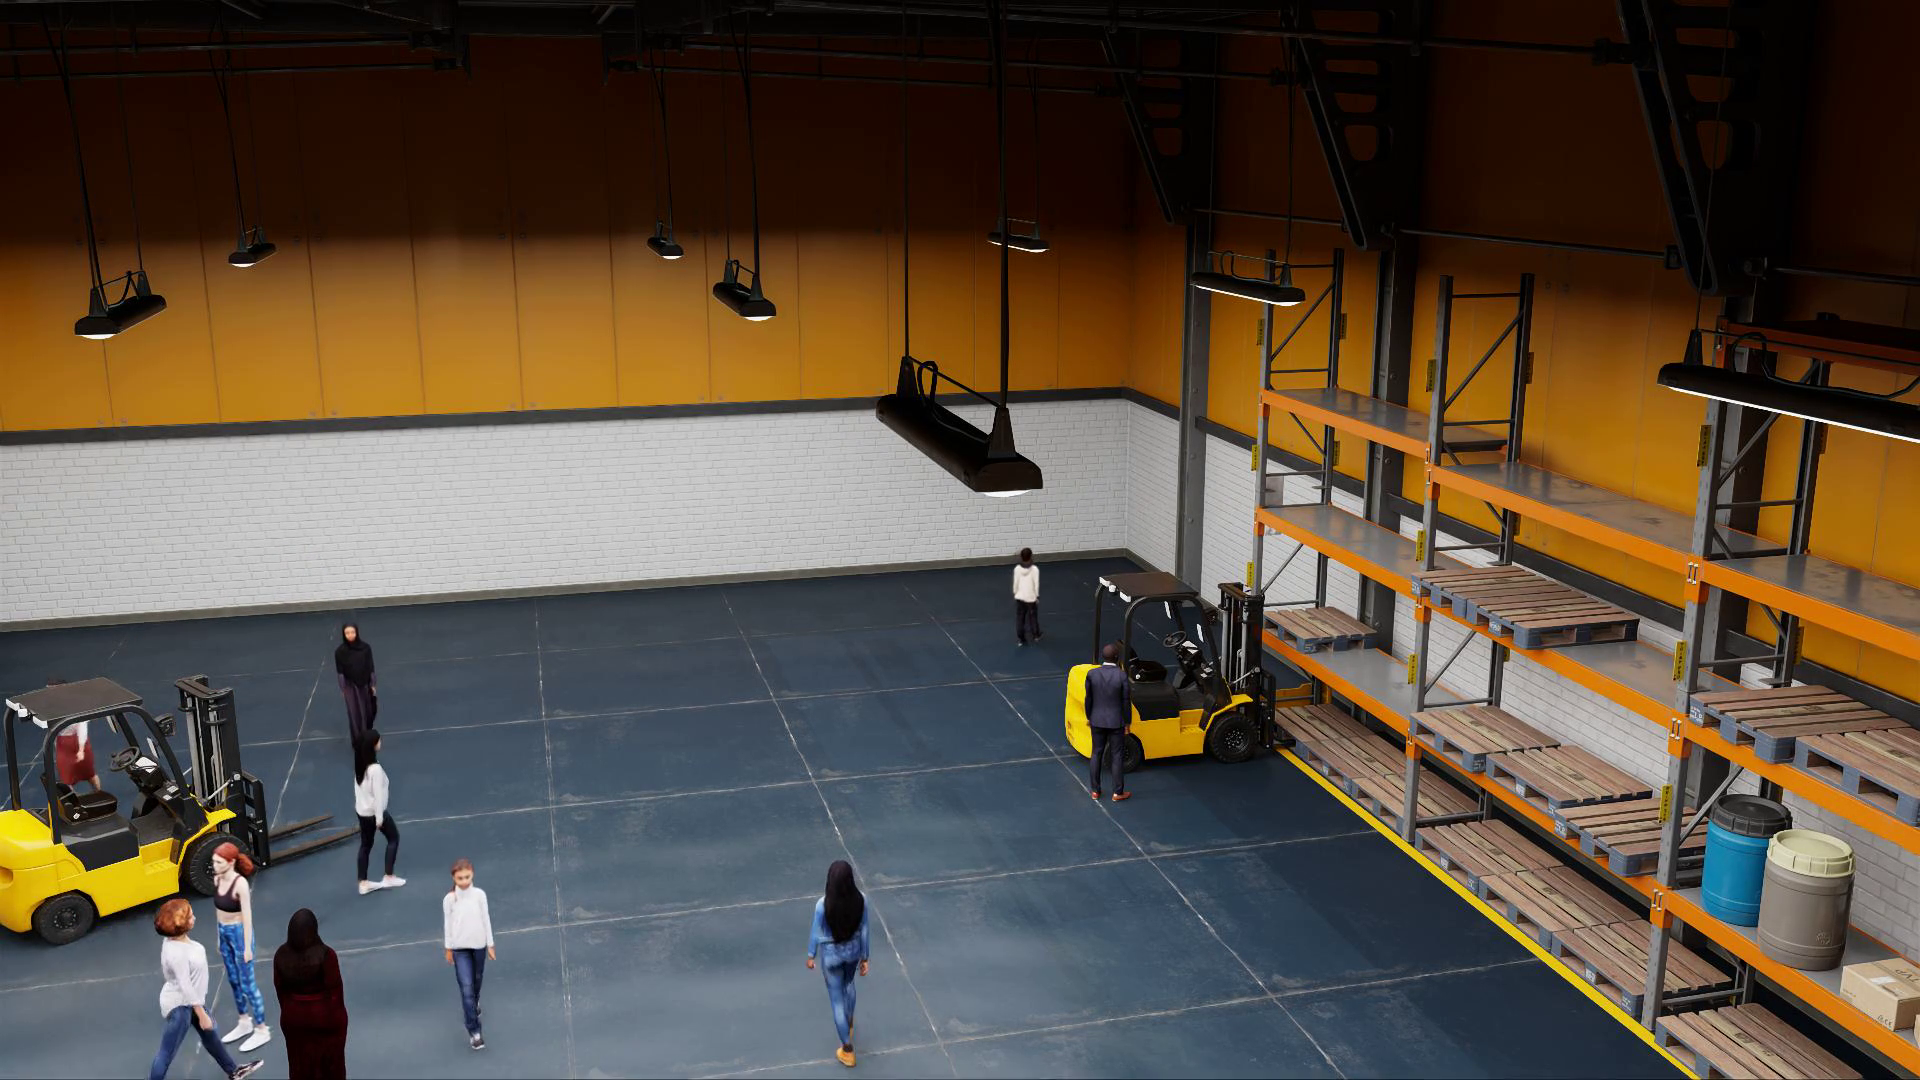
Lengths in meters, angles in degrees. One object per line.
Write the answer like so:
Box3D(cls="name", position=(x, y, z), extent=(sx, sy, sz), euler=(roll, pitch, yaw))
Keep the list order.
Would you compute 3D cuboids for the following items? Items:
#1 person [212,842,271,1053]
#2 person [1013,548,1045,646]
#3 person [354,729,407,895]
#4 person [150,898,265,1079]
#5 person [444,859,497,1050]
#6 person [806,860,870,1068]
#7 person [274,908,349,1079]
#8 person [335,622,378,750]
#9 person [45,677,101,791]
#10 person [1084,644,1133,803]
Box3D(cls="person", position=(-5.926, 3.312, 13.640), extent=(0.652, 1.783, 0.718), euler=(9, 16, 33))
Box3D(cls="person", position=(0.953, 0.854, 24.528), extent=(0.859, 1.437, 0.933), euler=(7, 15, 25))
Box3D(cls="person", position=(-5.871, 2.702, 16.372), extent=(0.754, 1.685, 0.827), euler=(10, 17, 37))
Box3D(cls="person", position=(-6.087, 3.579, 12.775), extent=(0.768, 1.671, 1.025), euler=(-5, 14, -18))
Box3D(cls="person", position=(-4.112, 3.381, 13.930), extent=(0.677, 1.513, 1.101), euler=(-6, 15, -25))
Box3D(cls="person", position=(-0.919, 3.423, 13.367), extent=(0.720, 1.696, 0.882), euler=(-7, 15, -28))
Box3D(cls="person", position=(-4.874, 3.597, 12.521), extent=(0.732, 1.758, 0.708), euler=(1, 14, 3))
Box3D(cls="person", position=(-7.388, 1.773, 20.409), extent=(0.770, 1.590, 1.072), euler=(-7, 15, -28))
Box3D(cls="person", position=(-9.533, 2.302, 17.990), extent=(0.734, 1.699, 1.145), euler=(-1, 14, -4))
Box3D(cls="person", position=(1.674, 2.051, 18.761), extent=(0.791, 1.824, 0.818), euler=(6, 15, 22))
